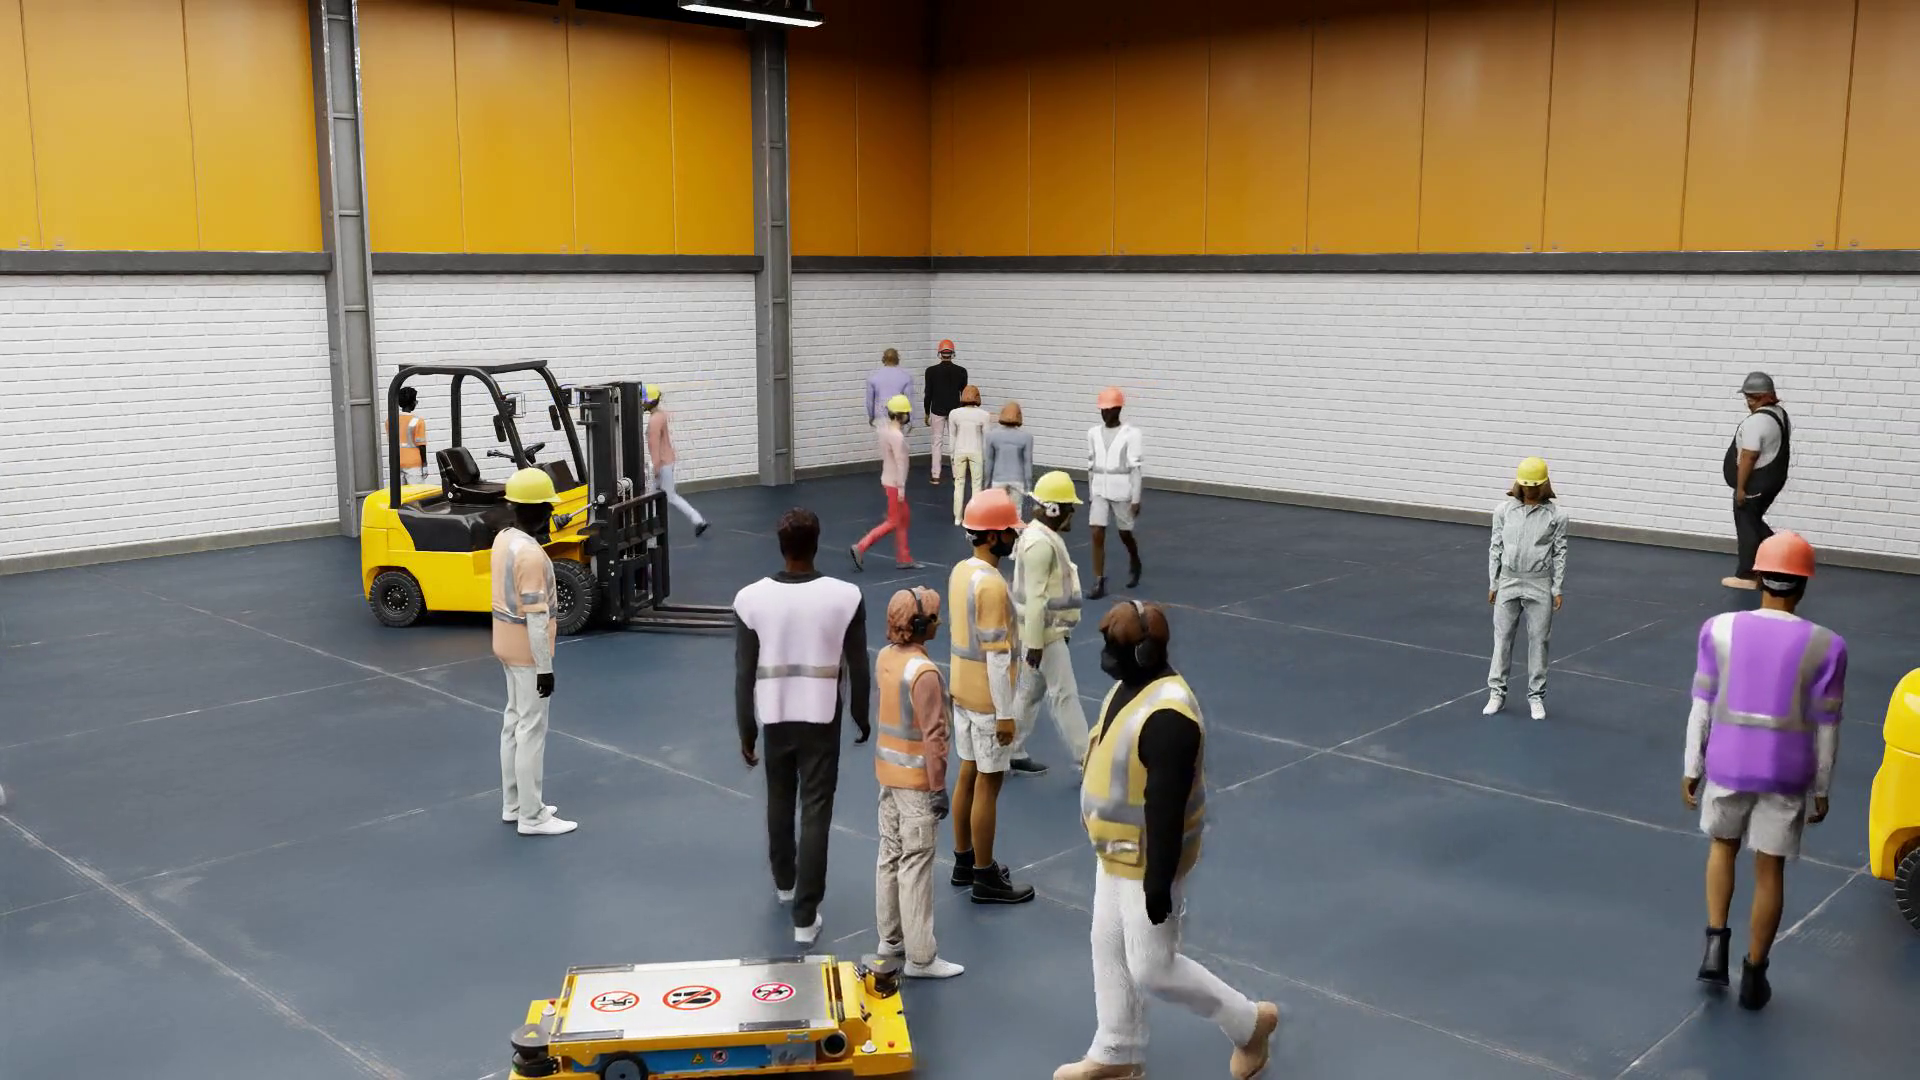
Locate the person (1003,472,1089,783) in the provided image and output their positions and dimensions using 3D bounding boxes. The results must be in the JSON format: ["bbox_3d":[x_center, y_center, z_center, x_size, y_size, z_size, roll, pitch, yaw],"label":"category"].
[{"bbox_3d":[0.580,0.504,9.550,0.763,1.795,0.619,0,9,2],"label":"person"}]

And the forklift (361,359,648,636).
[{"bbox_3d":[-3.850,-0.407,13.936,2.313,2.155,1.214,2,9,11],"label":"forklift"}]

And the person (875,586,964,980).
[{"bbox_3d":[-0.197,1.007,6.960,0.312,1.642,0.512,-5,10,-26],"label":"person"}]

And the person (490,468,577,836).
[{"bbox_3d":[-2.245,0.580,8.711,0.373,1.922,0.593,-5,11,-30],"label":"person"}]

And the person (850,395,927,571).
[{"bbox_3d":[-0.701,-0.539,16.150,0.721,1.746,0.531,-2,9,-13],"label":"person"}]

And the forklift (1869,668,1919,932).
[{"bbox_3d":[5.205,0.723,7.013,2.313,2.155,1.214,9,13,43],"label":"forklift"}]

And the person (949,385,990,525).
[{"bbox_3d":[0.113,-0.969,19.129,0.494,1.624,0.282,2,10,13],"label":"person"}]

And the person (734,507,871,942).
[{"bbox_3d":[-0.694,0.787,7.531,0.586,1.886,0.904,1,9,4],"label":"person"}]

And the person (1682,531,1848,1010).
[{"bbox_3d":[3.220,0.917,6.681,0.553,1.912,0.466,6,11,34],"label":"person"}]

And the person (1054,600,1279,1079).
[{"bbox_3d":[0.734,1.100,5.872,0.702,1.823,0.631,-1,9,-7],"label":"person"}]

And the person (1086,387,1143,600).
[{"bbox_3d":[1.415,-0.448,15.083,0.552,1.906,0.905,5,11,29],"label":"person"}]

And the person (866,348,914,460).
[{"bbox_3d":[-0.958,-1.624,22.325,0.617,1.881,0.994,-2,9,-12],"label":"person"}]

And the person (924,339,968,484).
[{"bbox_3d":[-0.188,-1.754,22.838,0.618,1.990,0.402,-1,9,-7],"label":"person"}]

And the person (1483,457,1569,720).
[{"bbox_3d":[3.712,0.315,10.919,0.484,1.736,0.307,4,10,24],"label":"person"}]

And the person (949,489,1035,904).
[{"bbox_3d":[0.137,0.724,7.787,0.361,1.939,0.542,-3,10,-19],"label":"person"}]

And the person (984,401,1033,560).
[{"bbox_3d":[0.486,-0.580,16.747,0.504,1.624,0.506,1,9,7],"label":"person"}]

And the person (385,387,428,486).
[{"bbox_3d":[-5.954,-0.808,17.945,0.531,1.690,0.321,4,10,24],"label":"person"}]

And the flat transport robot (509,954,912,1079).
[{"bbox_3d":[-0.924,1.804,6.263,1.431,0.197,0.652,-1,9,-7],"label":"flat transport robot"}]

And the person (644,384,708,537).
[{"bbox_3d":[-3.164,-0.846,18.091,0.798,1.720,0.558,-1,9,-7],"label":"person"}]

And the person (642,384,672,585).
[{"bbox_3d":[-2.902,-0.480,15.190,0.684,1.924,0.651,0,9,2],"label":"person"}]

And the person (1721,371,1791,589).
[{"bbox_3d":[7.329,-0.555,15.318,0.699,2.000,0.582,-8,12,-41],"label":"person"}]
